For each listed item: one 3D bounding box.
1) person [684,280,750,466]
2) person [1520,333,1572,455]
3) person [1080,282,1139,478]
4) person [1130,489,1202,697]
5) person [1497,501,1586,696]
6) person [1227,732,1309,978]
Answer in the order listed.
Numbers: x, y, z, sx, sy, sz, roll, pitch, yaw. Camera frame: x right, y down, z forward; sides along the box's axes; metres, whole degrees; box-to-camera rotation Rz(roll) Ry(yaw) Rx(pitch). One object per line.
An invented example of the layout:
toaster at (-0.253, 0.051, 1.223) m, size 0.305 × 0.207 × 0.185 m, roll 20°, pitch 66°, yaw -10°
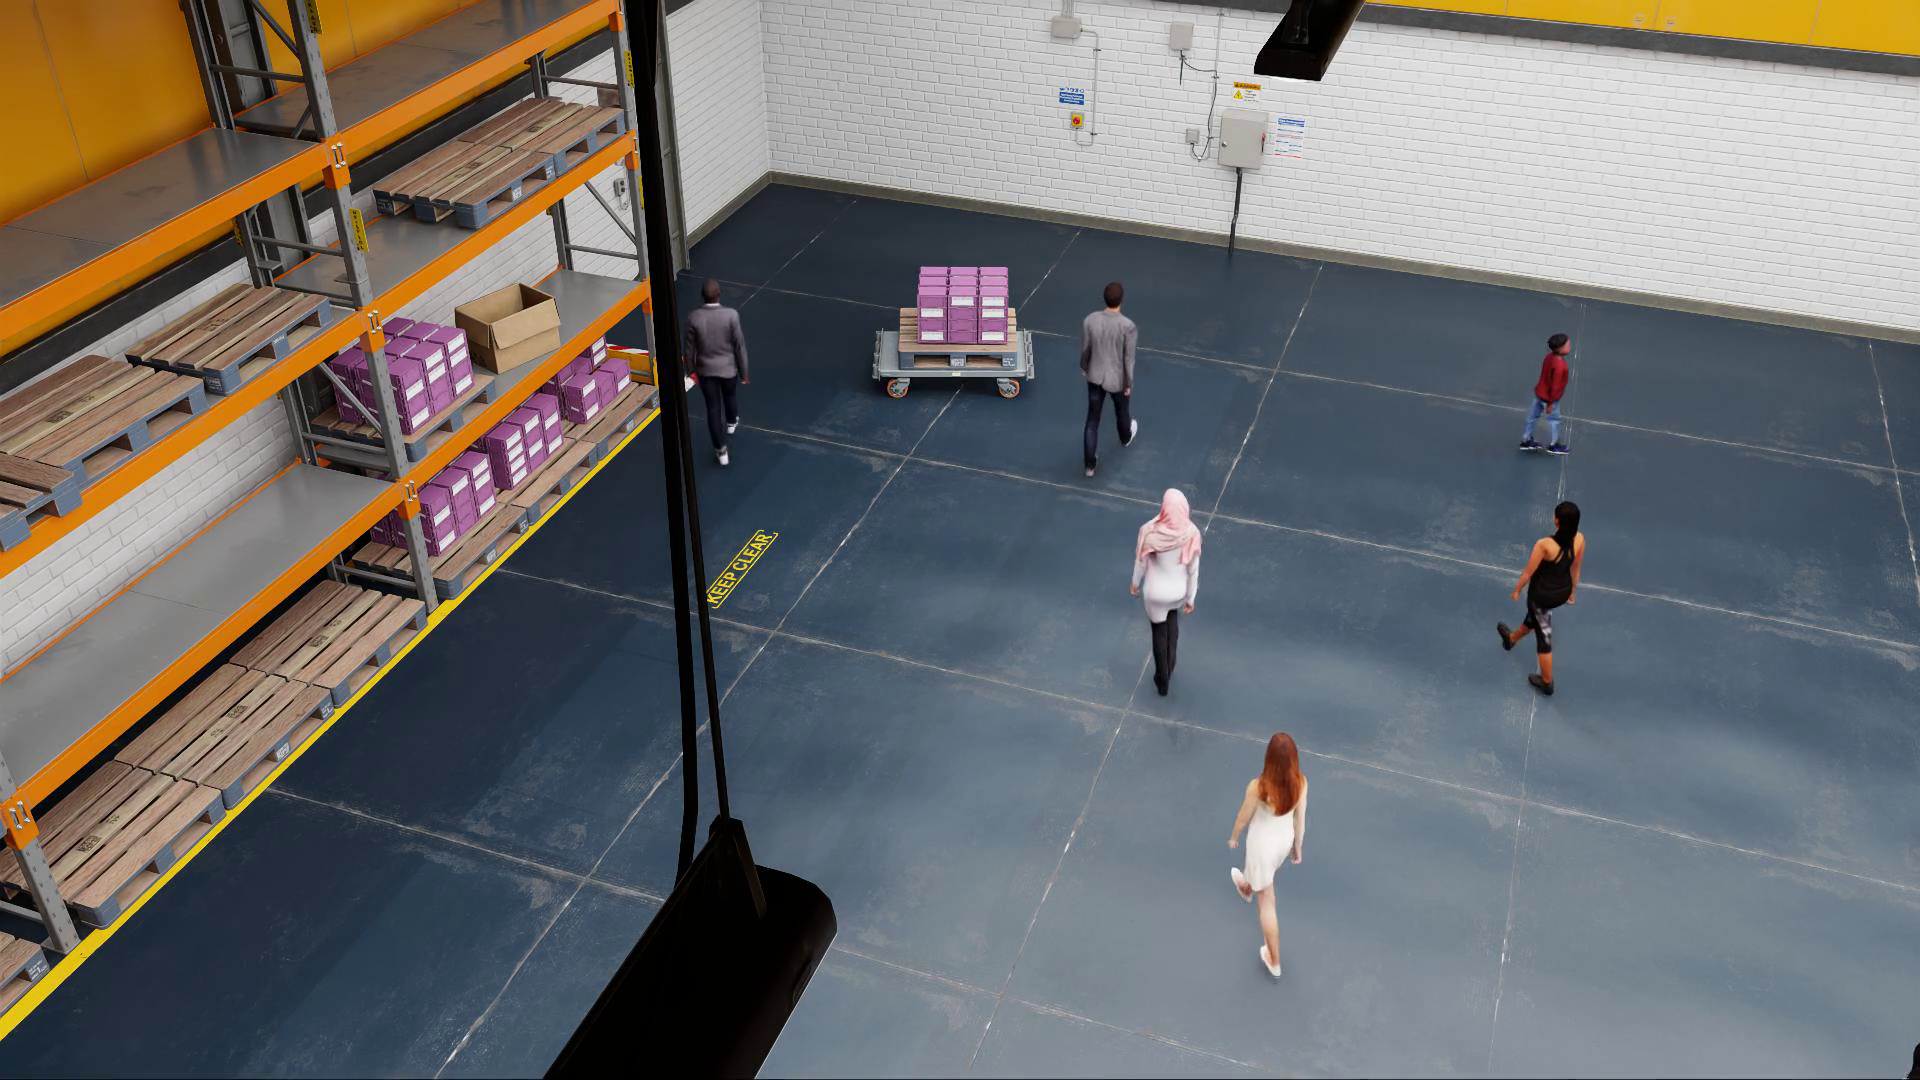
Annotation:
person at (-2.273, -1.525, 15.543) m, size 1.039 × 1.788 × 1.189 m, roll -4°, pitch 34°, yaw -6°
person at (5.536, -1.384, 15.824) m, size 0.712 × 1.242 × 0.702 m, roll -1°, pitch 34°, yaw -2°
person at (1.341, -1.434, 15.377) m, size 0.720 × 1.819 × 1.129 m, roll 12°, pitch 36°, yaw 18°
person at (1.571, 0.441, 12.584) m, size 0.758 × 1.789 × 0.795 m, roll -3°, pitch 34°, yaw -4°
person at (4.536, 0.463, 12.697) m, size 1.004 × 1.628 × 1.099 m, roll -12°, pitch 36°, yaw -18°
person at (1.958, 1.976, 10.389) m, size 0.994 × 1.662 × 1.200 m, roll -7°, pitch 34°, yaw -11°
